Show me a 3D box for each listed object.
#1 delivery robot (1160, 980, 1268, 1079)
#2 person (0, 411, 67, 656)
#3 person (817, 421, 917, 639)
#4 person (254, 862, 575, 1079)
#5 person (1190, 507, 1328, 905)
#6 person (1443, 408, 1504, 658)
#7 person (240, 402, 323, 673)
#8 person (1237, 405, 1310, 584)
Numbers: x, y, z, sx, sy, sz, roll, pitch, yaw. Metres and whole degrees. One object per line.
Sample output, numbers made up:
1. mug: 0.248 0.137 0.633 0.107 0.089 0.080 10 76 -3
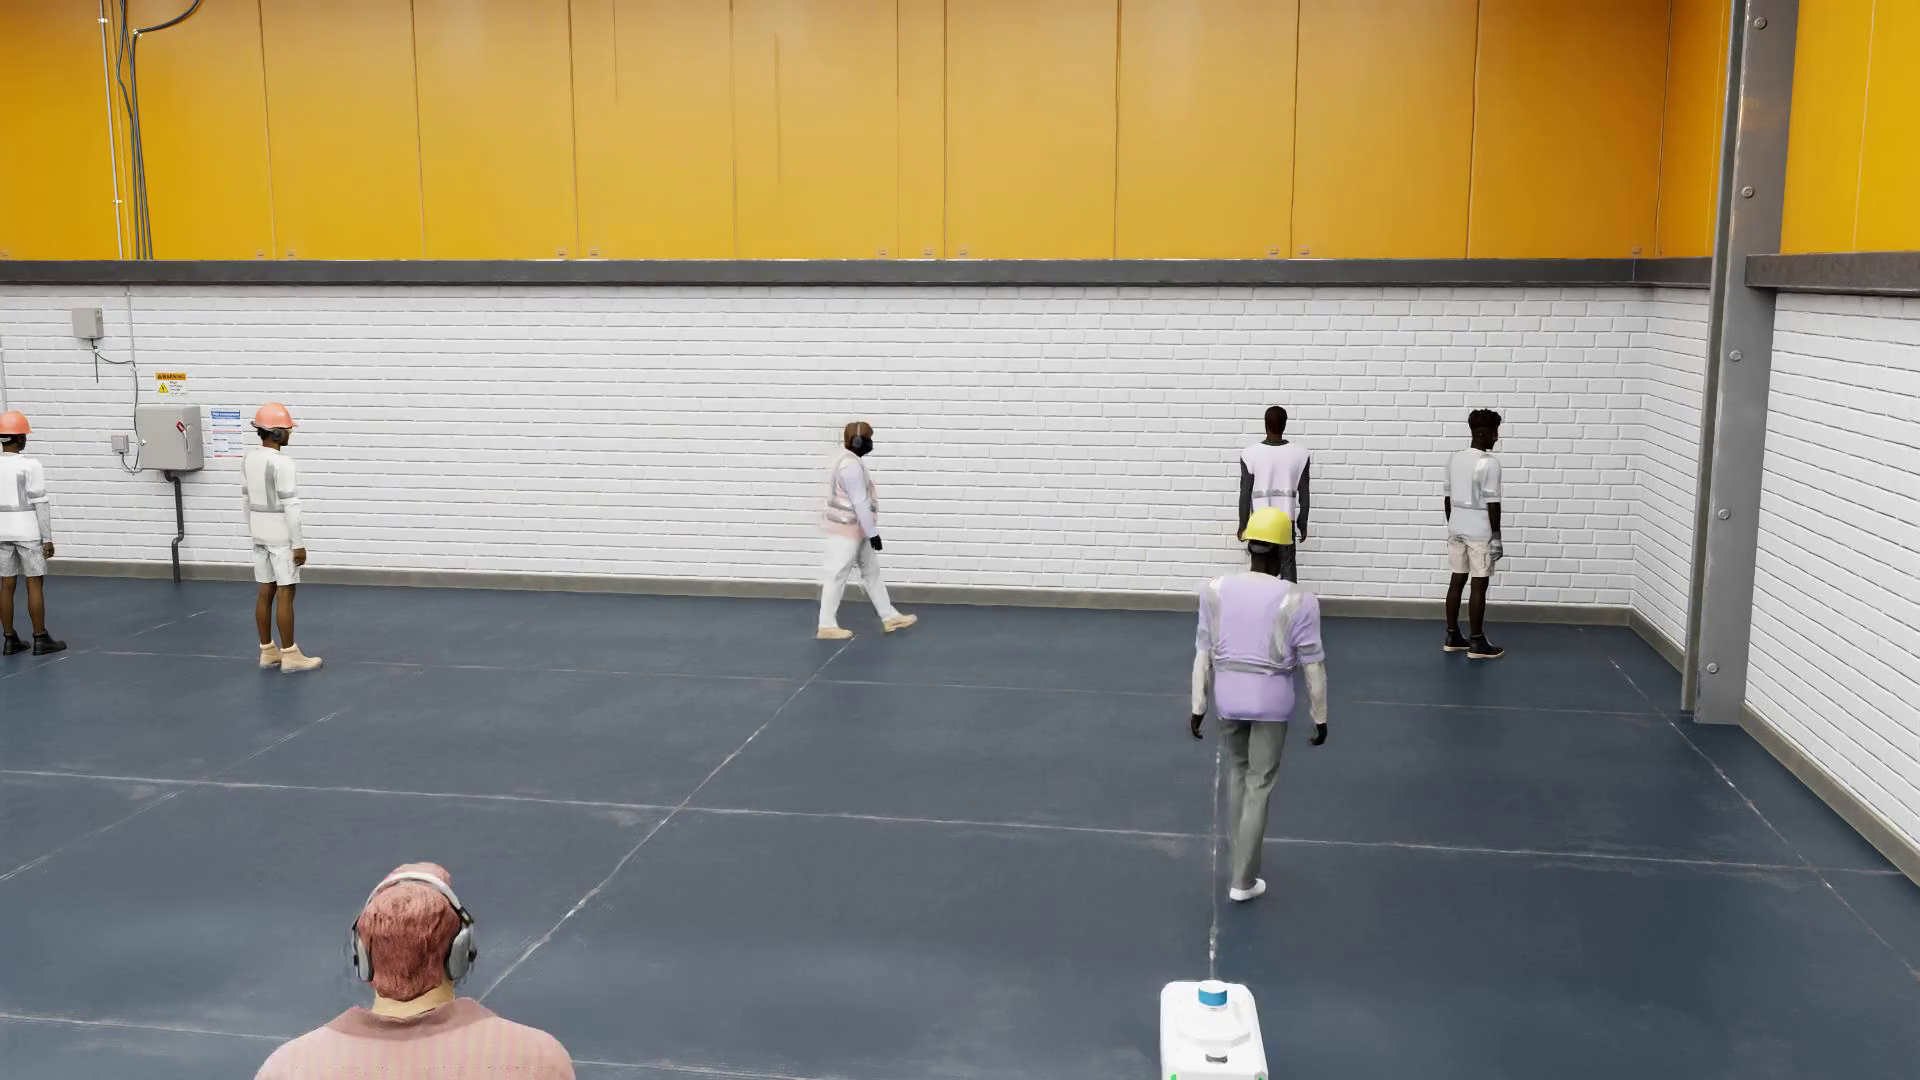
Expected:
1. delivery robot: 0.877 1.780 5.800 0.477 0.478 0.707 1 9 5
2. person: -7.405 -0.048 13.110 0.550 1.937 0.357 1 9 5
3. person: -0.764 -0.071 13.703 0.923 1.798 0.627 0 9 -3
4. person: -1.076 1.576 3.363 0.669 1.859 1.008 -1 9 -6
5. person: 1.494 0.779 8.108 0.627 1.898 0.769 6 11 31
6. person: 4.054 -0.058 13.099 0.374 1.960 0.600 -4 10 -22
7. person: -5.165 -0.020 12.610 0.607 2.045 0.390 7 11 36
8. person: 2.609 -0.155 13.829 0.597 1.916 0.371 0 9 -3
